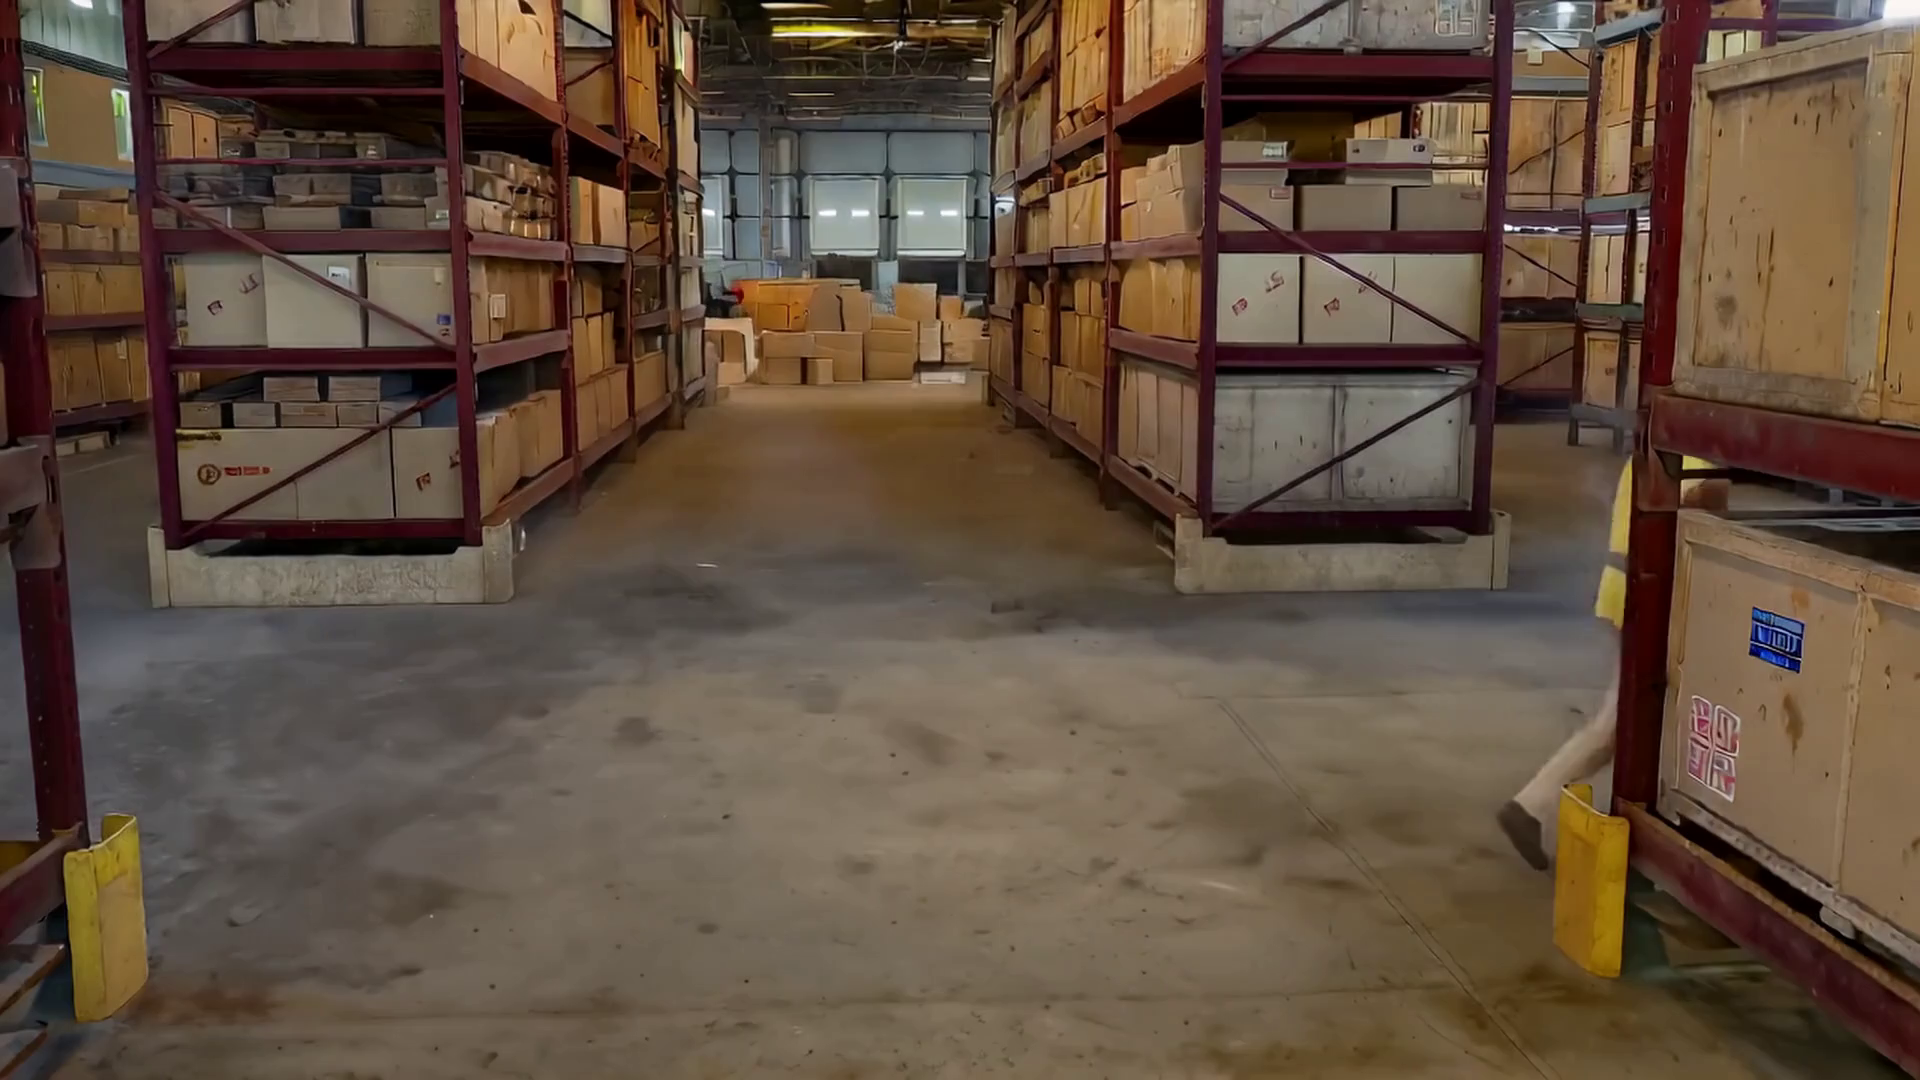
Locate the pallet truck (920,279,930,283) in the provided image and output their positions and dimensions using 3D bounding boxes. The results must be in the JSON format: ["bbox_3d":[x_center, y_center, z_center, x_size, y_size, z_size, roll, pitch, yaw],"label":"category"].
[{"bbox_3d":[-0.932,-8.922,63.114,1.885,1.965,0.823,2,9,13],"label":"pallet truck"}]

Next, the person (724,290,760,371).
[{"bbox_3d":[-4.921,-4.597,36.633,0.970,1.781,0.630,-4,10,-24],"label":"person"}]

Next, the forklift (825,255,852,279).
[{"bbox_3d":[-4.261,-8.622,58.469,1.129,2.768,1.873,-4,10,-23],"label":"forklift"}]

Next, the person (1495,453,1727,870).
[{"bbox_3d":[2.352,0.310,5.739,0.864,1.817,0.579,-1,9,-4],"label":"person"}]
